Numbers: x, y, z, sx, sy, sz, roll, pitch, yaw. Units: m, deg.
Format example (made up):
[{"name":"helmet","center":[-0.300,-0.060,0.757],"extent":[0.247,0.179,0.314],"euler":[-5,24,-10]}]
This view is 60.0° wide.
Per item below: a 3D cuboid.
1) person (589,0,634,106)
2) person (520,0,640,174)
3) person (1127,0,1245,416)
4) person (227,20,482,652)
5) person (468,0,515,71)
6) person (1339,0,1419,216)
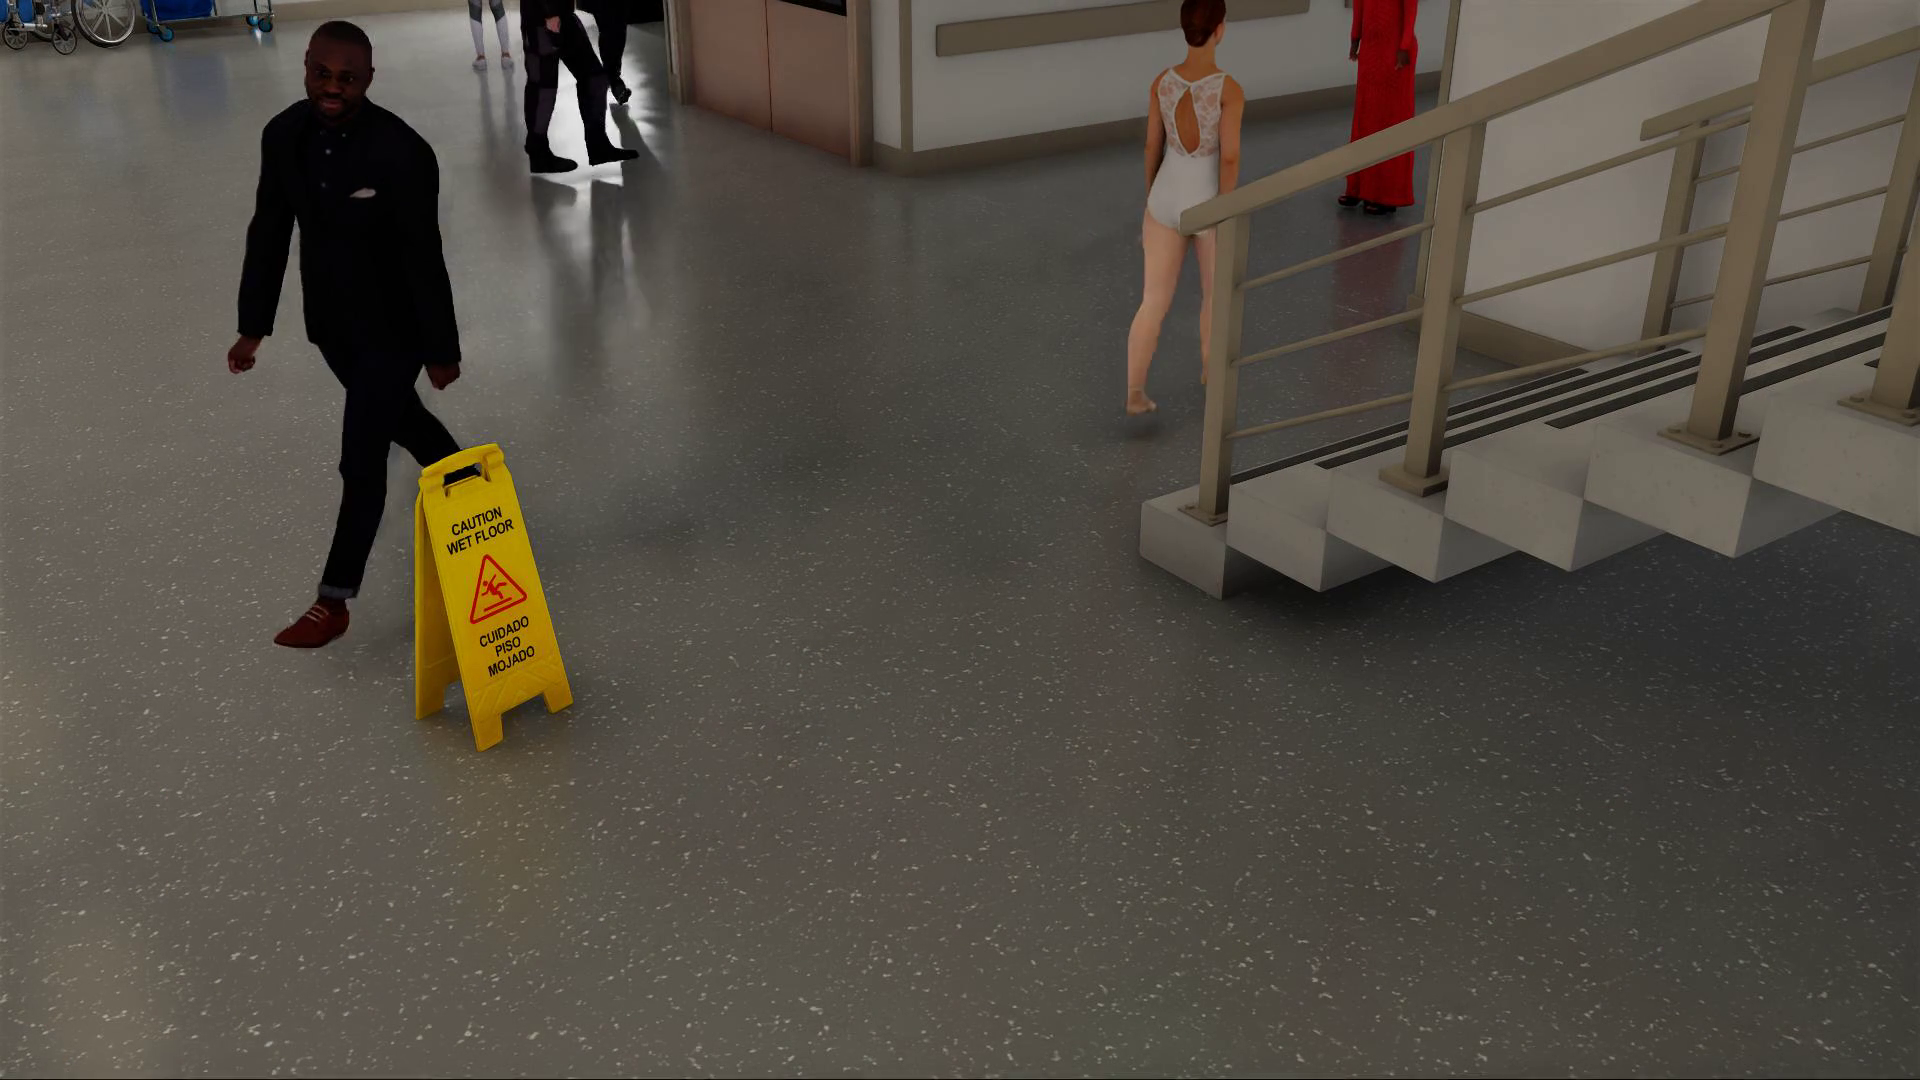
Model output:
[{"name":"person","center":[-2.580,-4.108,12.149],"extent":[0.776,1.781,1.226],"euler":[-13,29,-25]},{"name":"person","center":[-2.552,-3.161,10.062],"extent":[1.046,1.887,0.985],"euler":[4,26,9]},{"name":"person","center":[0.841,-1.230,6.383],"extent":[1.052,1.604,0.934],"euler":[13,29,25]},{"name":"person","center":[-1.665,-0.611,4.925],"extent":[1.235,1.757,1.065],"euler":[17,31,31]},{"name":"person","center":[-3.891,-4.700,13.470],"extent":[0.617,1.701,0.632],"euler":[-9,27,-19]},{"name":"person","center":[2.387,-2.714,9.254],"extent":[0.675,1.785,0.539],"euler":[-17,30,-31]}]
